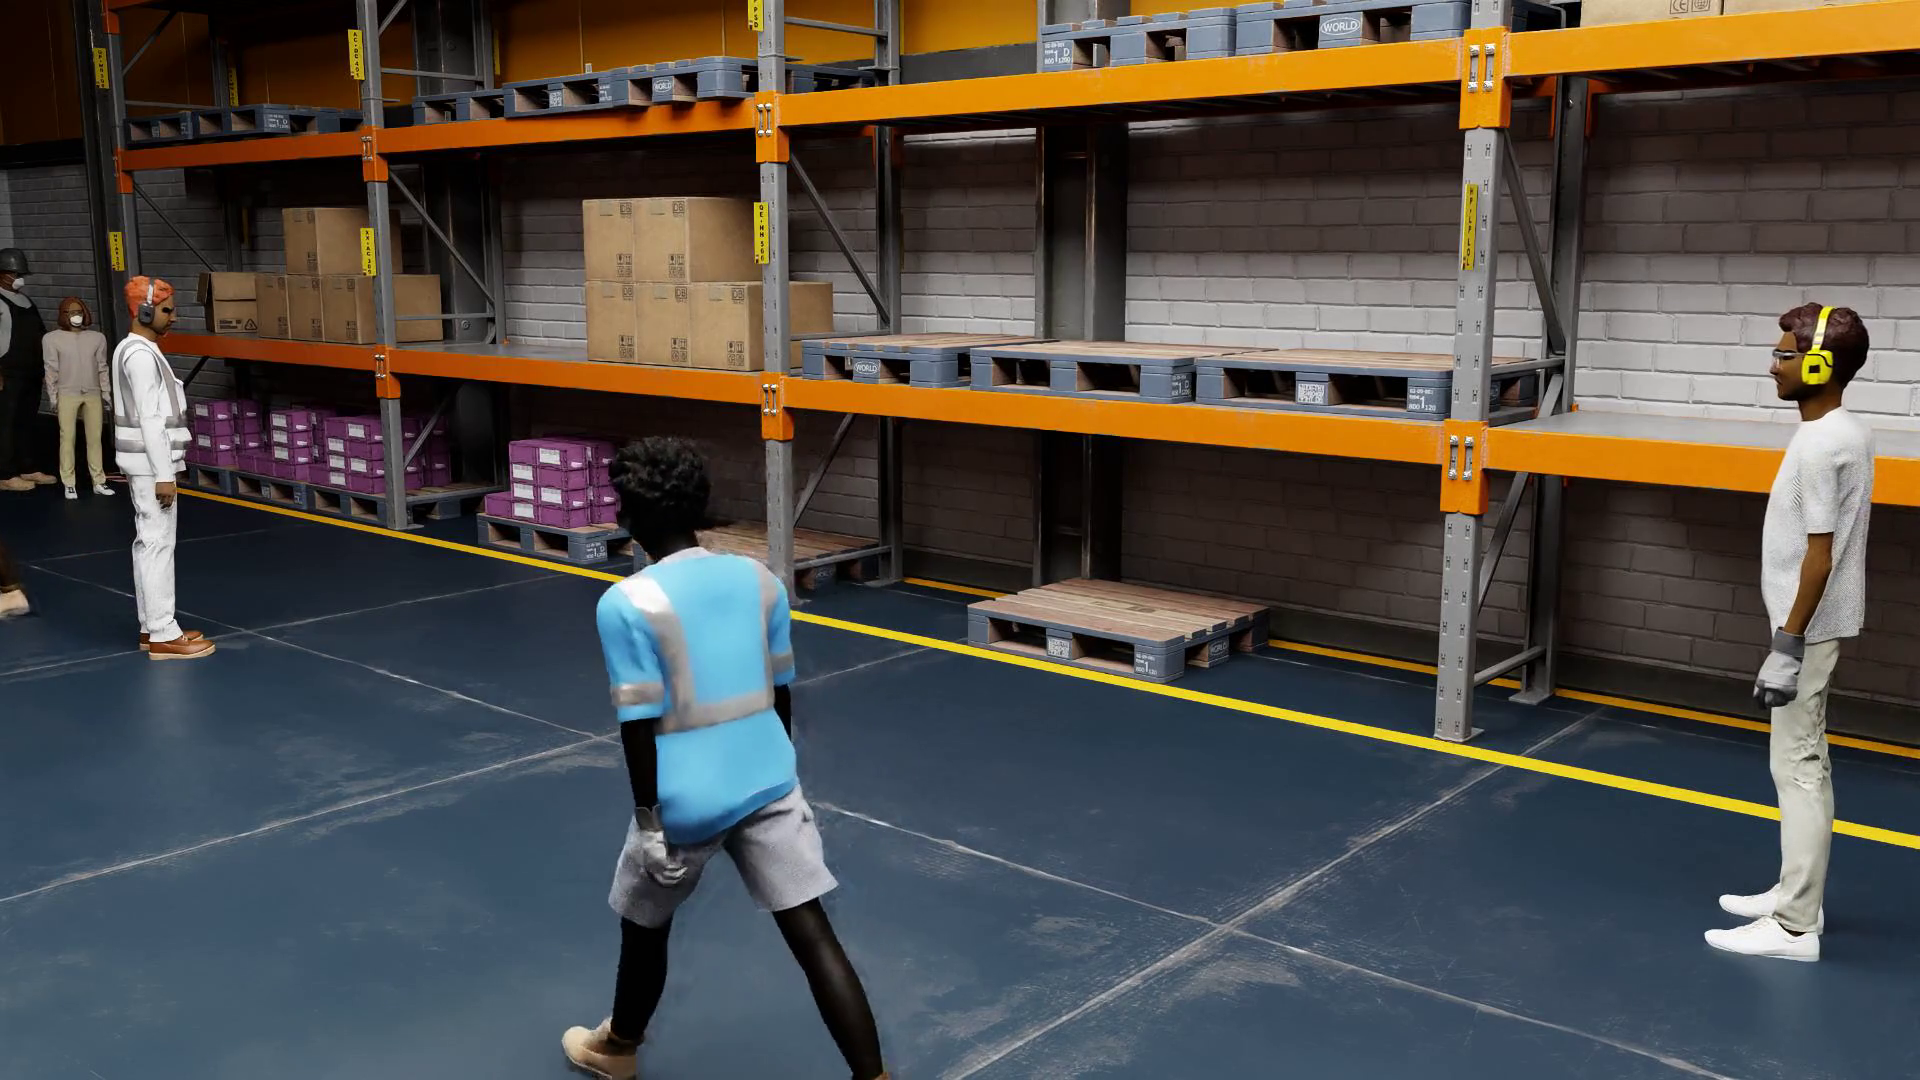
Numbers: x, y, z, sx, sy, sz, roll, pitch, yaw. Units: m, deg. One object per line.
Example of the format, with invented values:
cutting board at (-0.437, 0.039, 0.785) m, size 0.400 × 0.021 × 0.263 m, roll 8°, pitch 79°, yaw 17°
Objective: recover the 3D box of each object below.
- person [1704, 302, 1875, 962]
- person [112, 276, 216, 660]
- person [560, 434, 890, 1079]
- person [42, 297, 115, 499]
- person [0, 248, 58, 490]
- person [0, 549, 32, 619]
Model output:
person at (2.386, 0.267, 4.748) m, size 0.329 × 1.872 × 0.508 m, roll 7°, pitch 12°, yaw 33°
person at (-3.975, -0.353, 8.232) m, size 0.356 × 1.887 × 0.573 m, roll -6°, pitch 12°, yaw -31°
person at (-0.525, 0.572, 3.763) m, size 1.026 × 1.611 × 0.542 m, roll 9°, pitch 13°, yaw 42°
person at (-7.152, -1.155, 13.516) m, size 0.286 × 1.633 × 0.499 m, roll 8°, pitch 13°, yaw 40°
person at (-7.930, -1.449, 14.032) m, size 0.535 × 2.000 × 0.674 m, roll 0°, pitch 10°, yaw -1°
person at (-5.494, -0.346, 8.868) m, size 0.886 × 1.651 × 0.536 m, roll -2°, pitch 10°, yaw -13°
